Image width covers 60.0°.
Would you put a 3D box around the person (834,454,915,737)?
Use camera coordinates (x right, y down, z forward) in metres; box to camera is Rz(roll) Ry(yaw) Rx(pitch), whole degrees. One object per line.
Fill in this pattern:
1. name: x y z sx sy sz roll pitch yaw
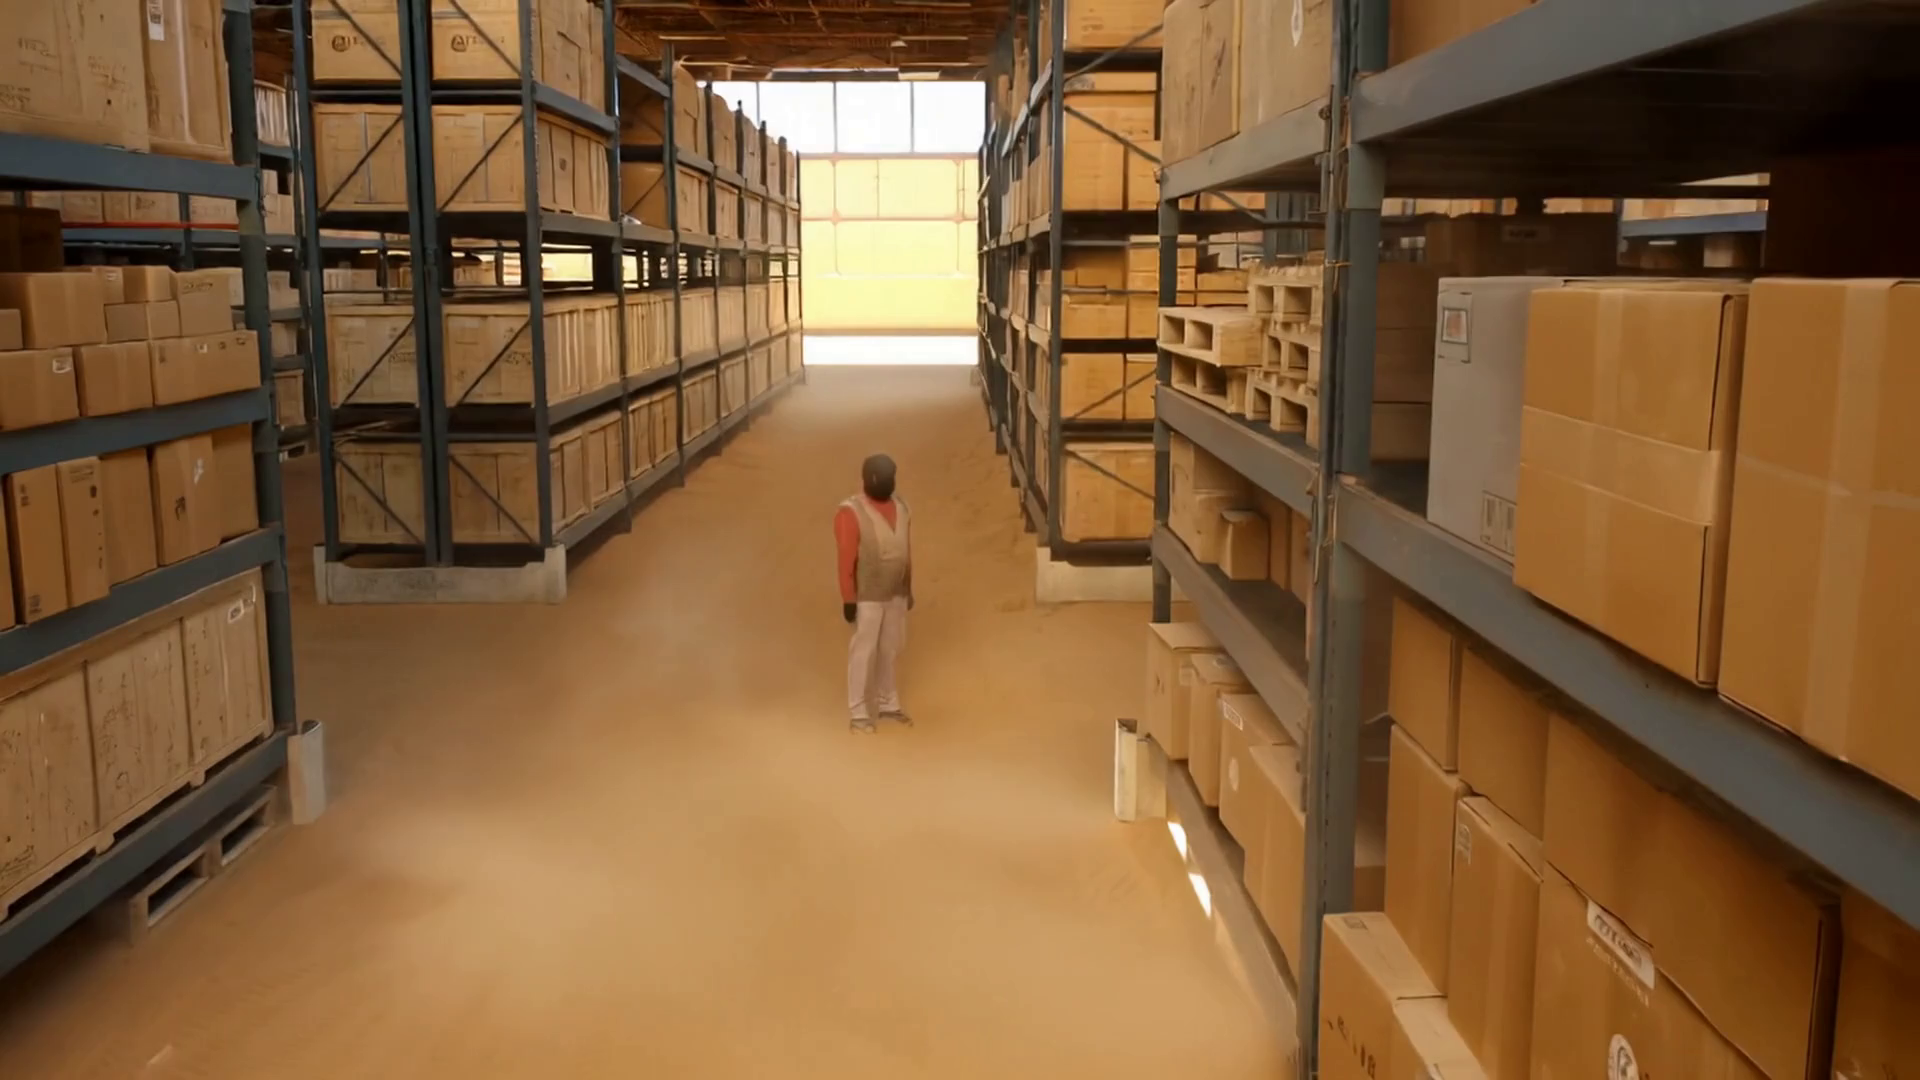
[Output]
1. person: -0.525 0.350 10.885 0.429 1.842 0.634 8 12 41
